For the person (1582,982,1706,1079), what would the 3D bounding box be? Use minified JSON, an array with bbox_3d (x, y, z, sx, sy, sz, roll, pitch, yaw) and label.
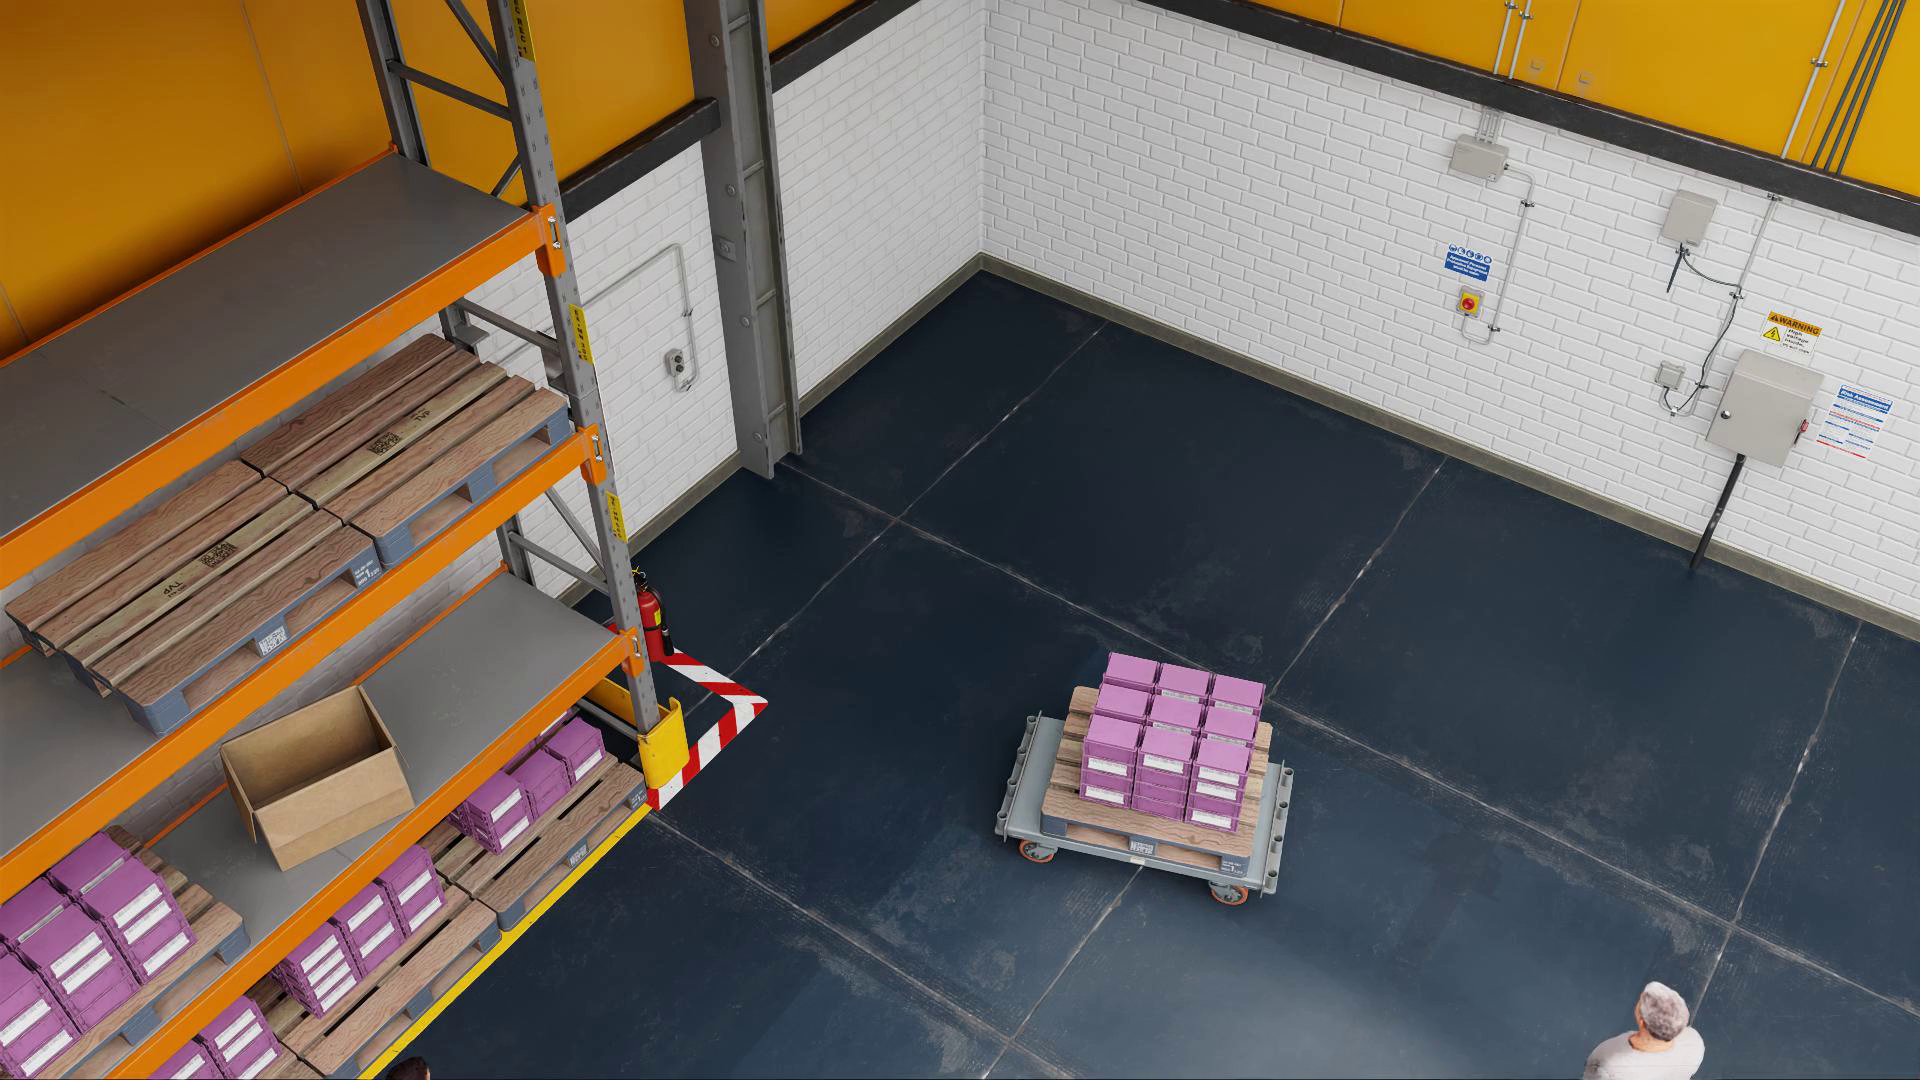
[{"bbox_3d":[3.083,2.753,7.675,1.290,1.861,1.286,-12,45,-12],"label":"person"}]
